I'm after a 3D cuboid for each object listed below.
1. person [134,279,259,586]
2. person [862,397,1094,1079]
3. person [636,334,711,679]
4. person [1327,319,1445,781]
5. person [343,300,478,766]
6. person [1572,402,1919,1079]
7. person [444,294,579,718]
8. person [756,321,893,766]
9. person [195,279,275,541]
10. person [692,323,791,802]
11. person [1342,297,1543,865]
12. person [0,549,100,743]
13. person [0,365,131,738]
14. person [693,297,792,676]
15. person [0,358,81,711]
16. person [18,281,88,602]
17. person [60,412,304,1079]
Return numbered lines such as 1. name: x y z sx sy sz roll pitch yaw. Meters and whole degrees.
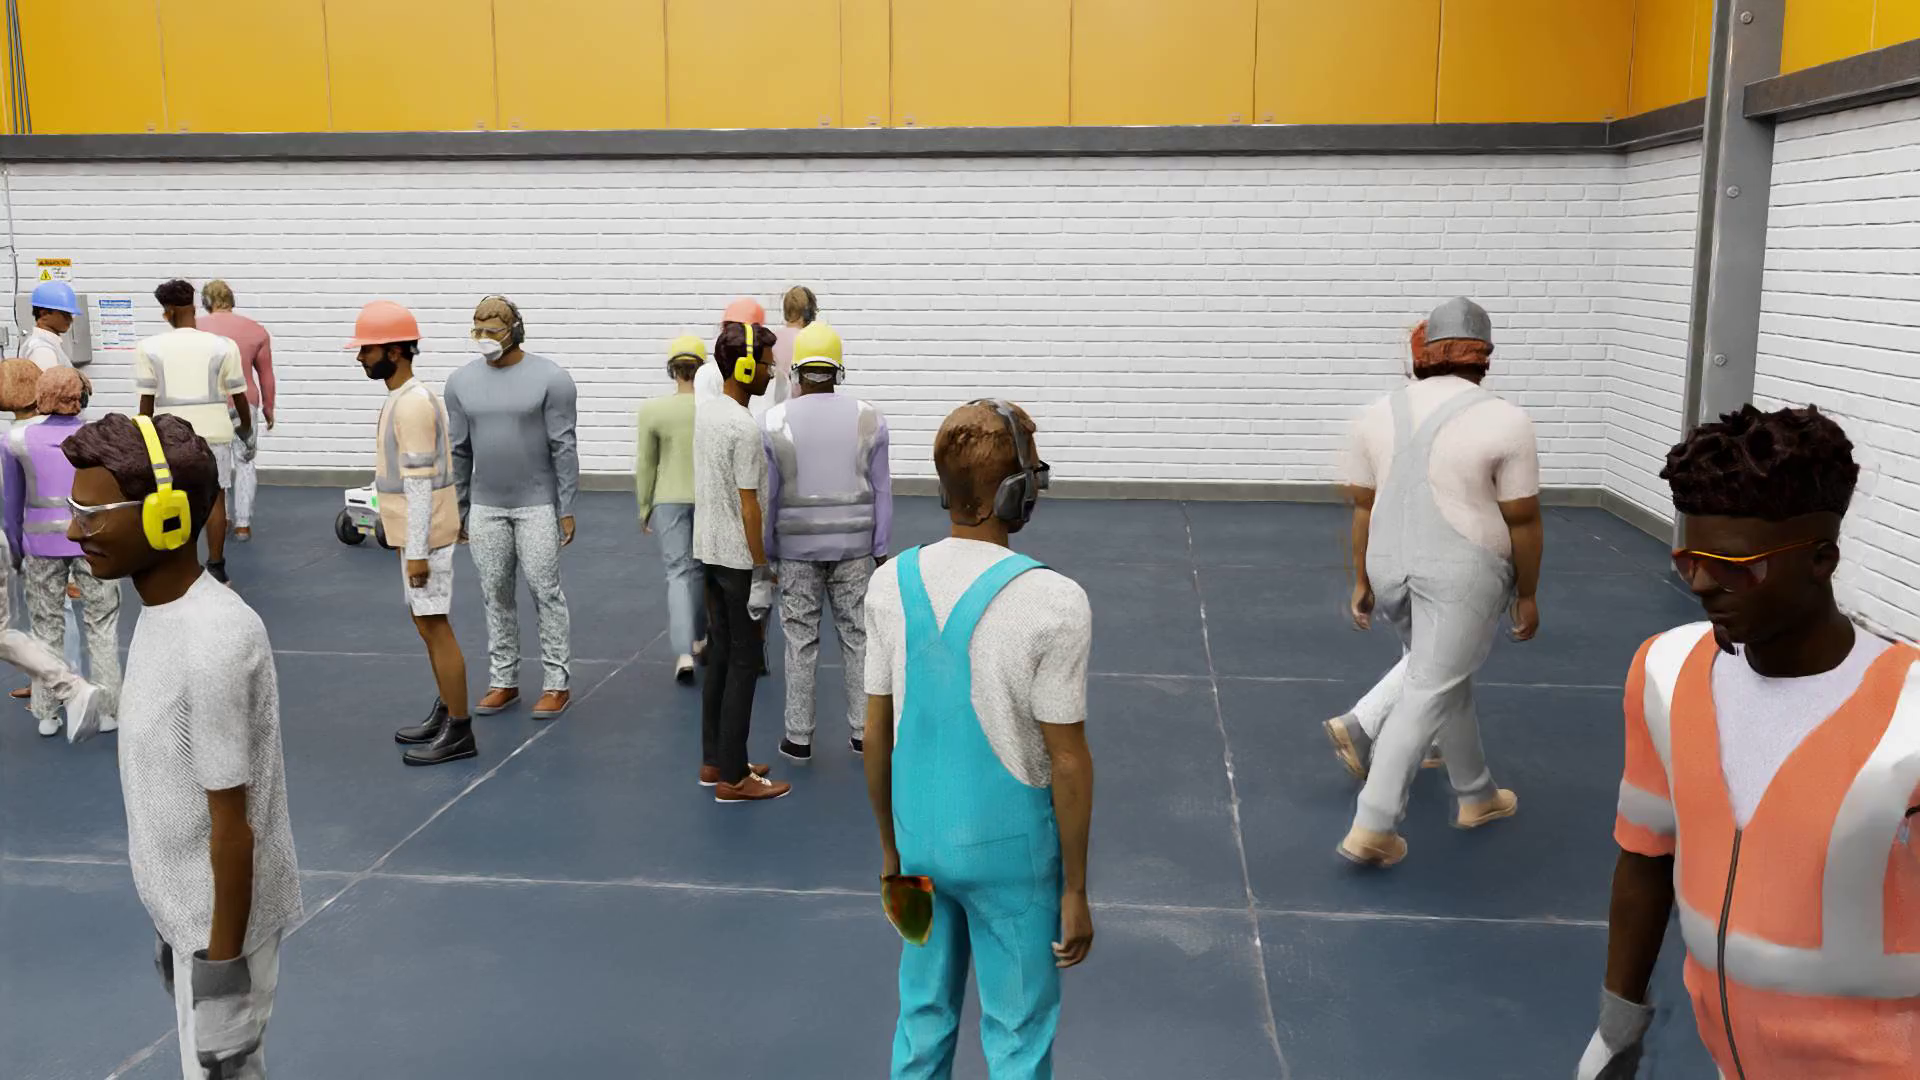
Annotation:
1. person: -4.775 -0.659 10.454 0.654 1.934 0.582 -3 10 -17
2. person: 0.040 0.645 3.302 0.505 1.838 0.347 7 12 33
3. person: -1.363 -0.179 8.415 0.533 1.714 0.915 -2 10 -12
4. person: 1.810 0.052 6.640 0.761 1.858 0.587 -4 11 -24
5. person: -2.296 -0.027 6.931 0.425 1.924 0.558 -4 11 -24
6. person: 1.173 0.763 2.399 0.870 1.913 0.618 -3 10 -19
7. person: -2.042 -0.147 7.588 0.635 1.929 0.381 2 10 9
8. person: -0.572 0.020 6.887 0.587 1.835 0.403 -3 10 -14
9. person: -5.420 -0.960 12.299 0.674 1.899 0.802 -7 12 -34
10. person: -0.850 0.093 6.428 0.344 1.856 0.526 -6 11 -29
11. person: 1.682 0.097 5.857 1.016 2.000 0.686 -6 12 -32
12. person: -4.053 0.076 6.878 0.713 1.719 0.487 0 10 0
13. person: -3.880 0.054 7.280 0.524 1.631 0.319 -4 11 -19
14. person: -1.091 -0.275 8.430 0.577 1.882 0.608 -6 12 -31
15. person: -4.307 -0.029 7.739 0.279 1.634 0.499 -8 13 -38
16. person: -5.485 -0.596 10.113 0.410 1.936 0.610 -6 11 -29
17. person: -1.331 0.701 2.928 0.321 1.861 0.515 -6 12 -31
